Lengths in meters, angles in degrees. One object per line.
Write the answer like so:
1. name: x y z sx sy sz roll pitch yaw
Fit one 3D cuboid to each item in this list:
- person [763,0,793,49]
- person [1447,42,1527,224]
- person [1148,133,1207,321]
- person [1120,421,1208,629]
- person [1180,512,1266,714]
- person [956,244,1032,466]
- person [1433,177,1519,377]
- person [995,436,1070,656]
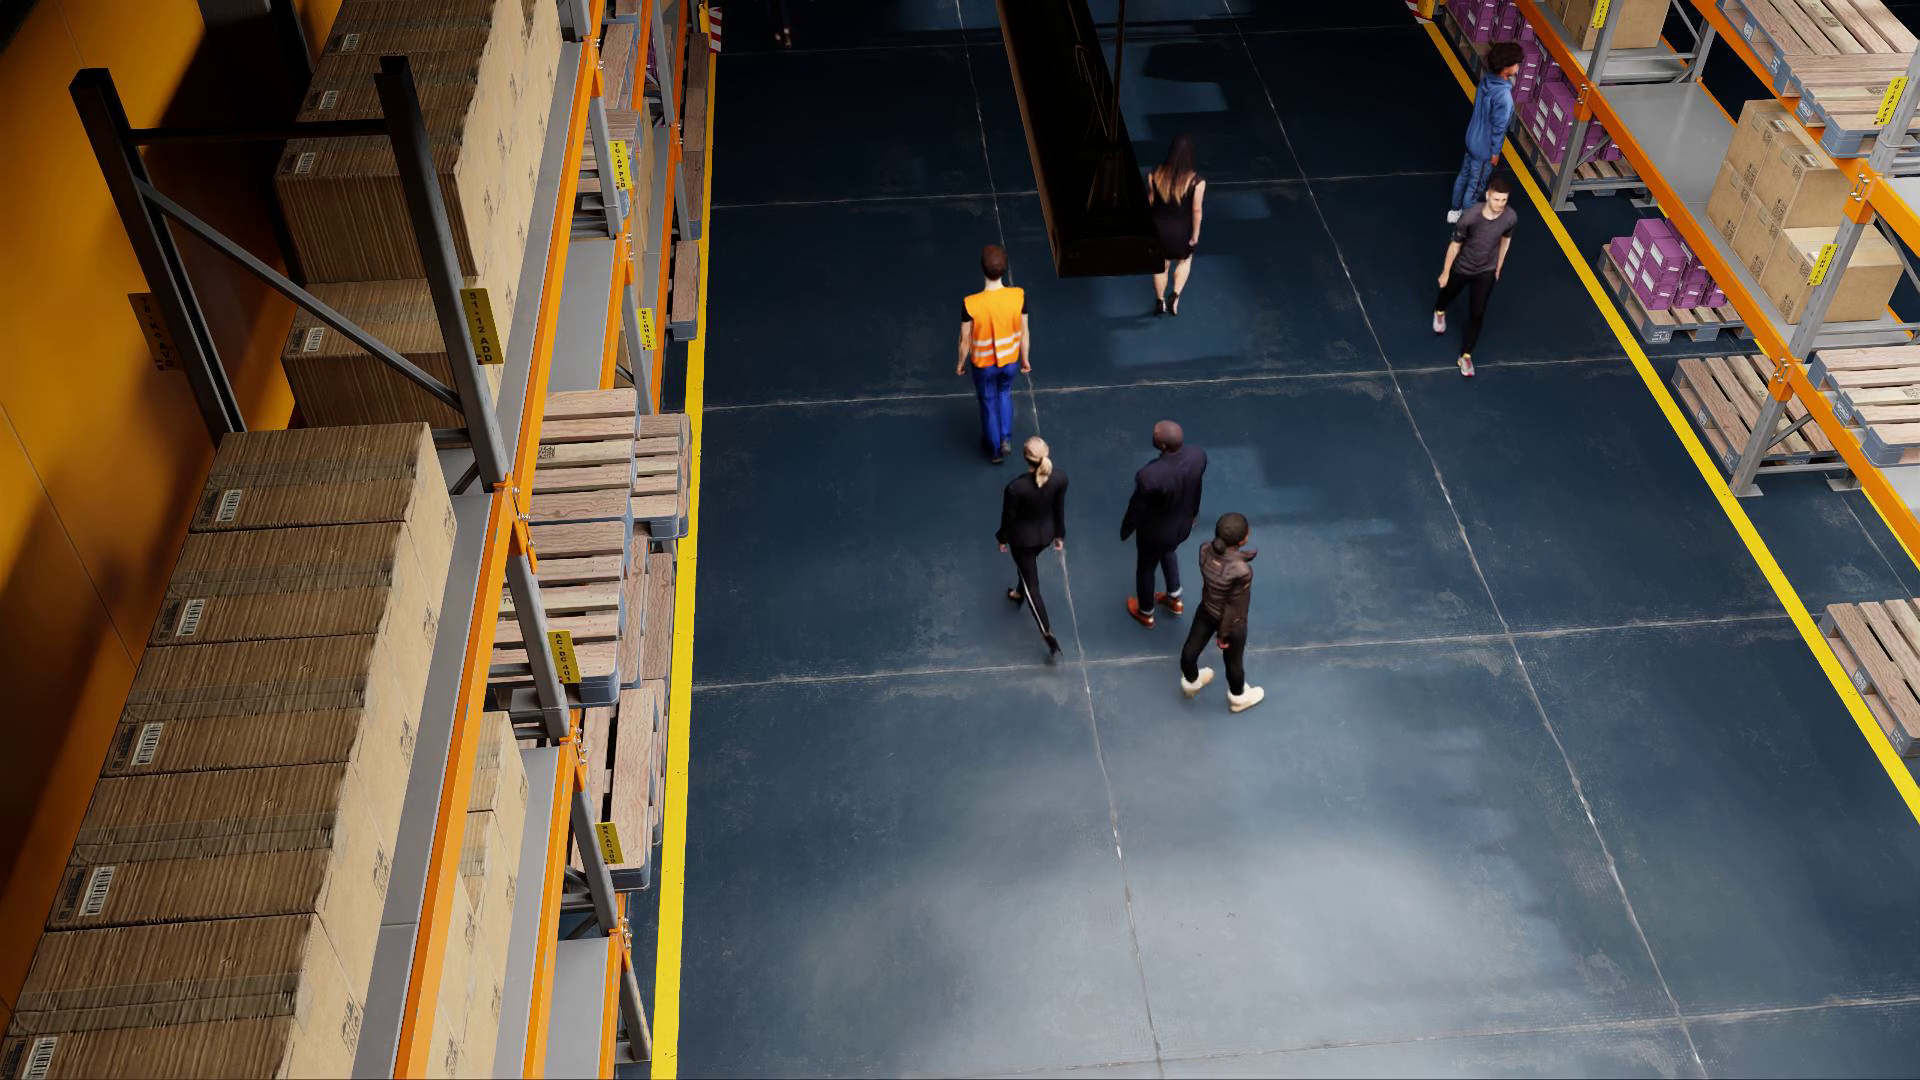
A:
1. person: -1.967 -5.827 17.173 0.709 1.732 0.837 -9 44 -9
2. person: 4.644 -3.549 14.729 0.730 1.805 0.475 -4 44 -4
3. person: 1.725 -2.521 13.722 0.762 1.705 0.795 15 46 15
4. person: 1.369 -0.057 11.061 0.844 1.808 0.851 -19 47 -19
5. person: 1.777 0.419 10.673 0.855 1.654 0.887 25 49 24
6. person: 0.286 -1.286 12.300 0.777 1.877 0.765 -13 45 -14
7. person: 4.129 -2.234 13.414 0.771 1.715 1.153 2 44 2
8. person: 0.510 0.064 11.033 0.850 1.671 1.142 -17 46 -18
